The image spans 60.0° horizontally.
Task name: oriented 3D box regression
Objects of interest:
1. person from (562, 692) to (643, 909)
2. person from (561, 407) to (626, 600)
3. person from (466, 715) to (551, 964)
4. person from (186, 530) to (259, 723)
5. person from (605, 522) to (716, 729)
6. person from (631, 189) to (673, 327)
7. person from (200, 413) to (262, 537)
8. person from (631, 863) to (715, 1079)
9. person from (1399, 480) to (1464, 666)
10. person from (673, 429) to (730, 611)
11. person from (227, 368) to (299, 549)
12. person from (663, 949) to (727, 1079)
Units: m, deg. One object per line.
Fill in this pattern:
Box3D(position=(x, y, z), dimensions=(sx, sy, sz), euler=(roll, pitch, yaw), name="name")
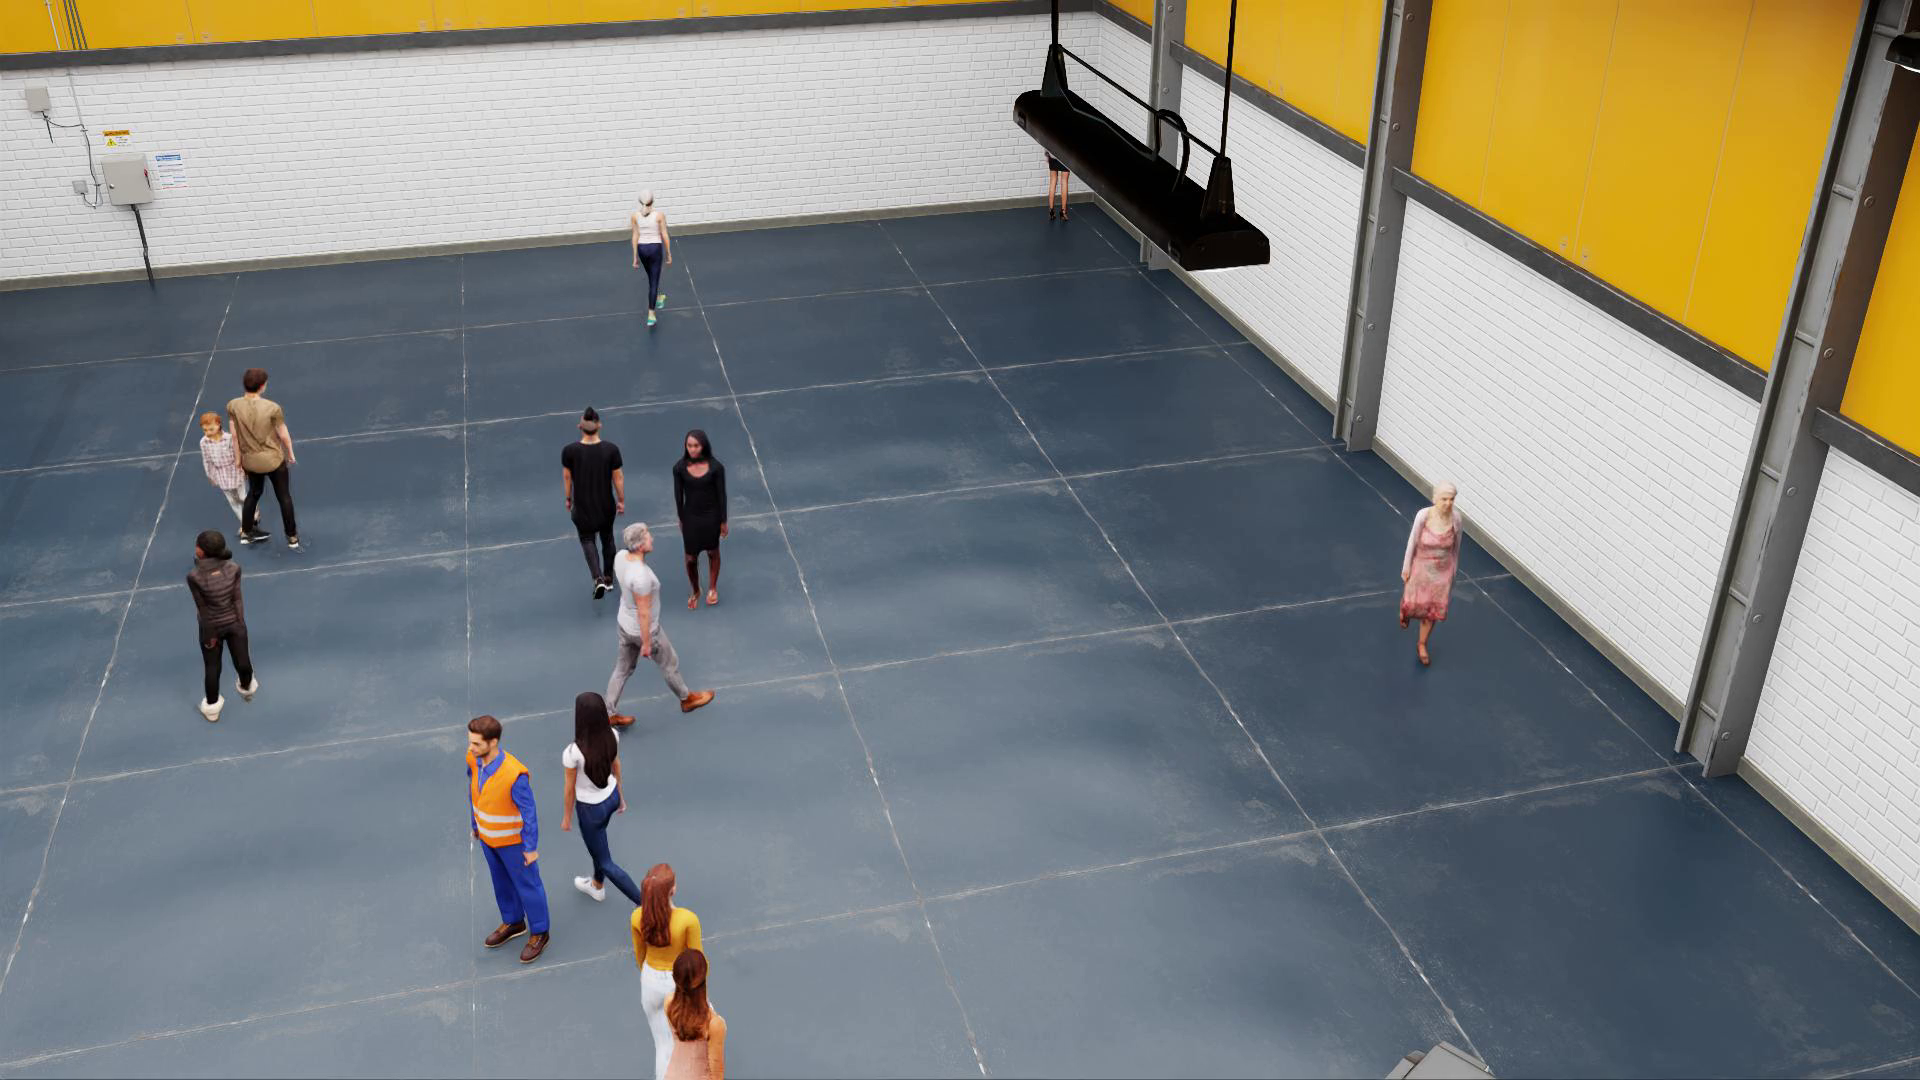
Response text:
Box3D(position=(-2.320, 1.814, 10.951), dimensions=(1.145, 1.749, 1.079), euler=(16, 32, 26), name="person")
Box3D(position=(-3.236, -0.306, 14.732), dimensions=(0.687, 1.849, 0.923), euler=(-7, 29, -13), name="person")
Box3D(position=(-2.918, 1.894, 10.688), dimensions=(0.784, 1.861, 0.847), euler=(16, 32, 27), name="person")
Box3D(position=(-5.890, 0.640, 13.211), dimensions=(0.794, 1.646, 0.826), euler=(-14, 32, -24), name="person")
Box3D(position=(-2.573, 0.715, 12.933), dimensions=(1.011, 1.780, 1.210), euler=(-17, 33, -28), name="person")
Box3D(position=(-3.869, -3.495, 20.788), dimensions=(0.893, 1.650, 1.280), euler=(2, 29, 3), name="person")
Box3D(position=(-7.017, -0.679, 16.001), dimensions=(0.624, 1.289, 0.702), euler=(-2, 29, -4), name="person")
Box3D(position=(-1.668, 2.642, 9.494), dimensions=(0.882, 1.691, 1.234), euler=(2, 29, 4), name="person")
Box3D(position=(3.928, 0.218, 13.956), dimensions=(0.716, 1.674, 0.885), euler=(-1, 29, -1), name="person")
Box3D(position=(-2.254, -0.230, 14.741), dimensions=(0.680, 1.708, 0.703), euler=(-2, 29, -3), name="person")
Box3D(position=(-6.468, -0.722, 15.513), dimensions=(0.865, 1.833, 0.732), euler=(-7, 29, -12), name="person")
Box3D(position=(-1.455, 2.984, 8.767), dimensions=(1.016, 1.787, 1.109), euler=(14, 32, 24), name="person")
